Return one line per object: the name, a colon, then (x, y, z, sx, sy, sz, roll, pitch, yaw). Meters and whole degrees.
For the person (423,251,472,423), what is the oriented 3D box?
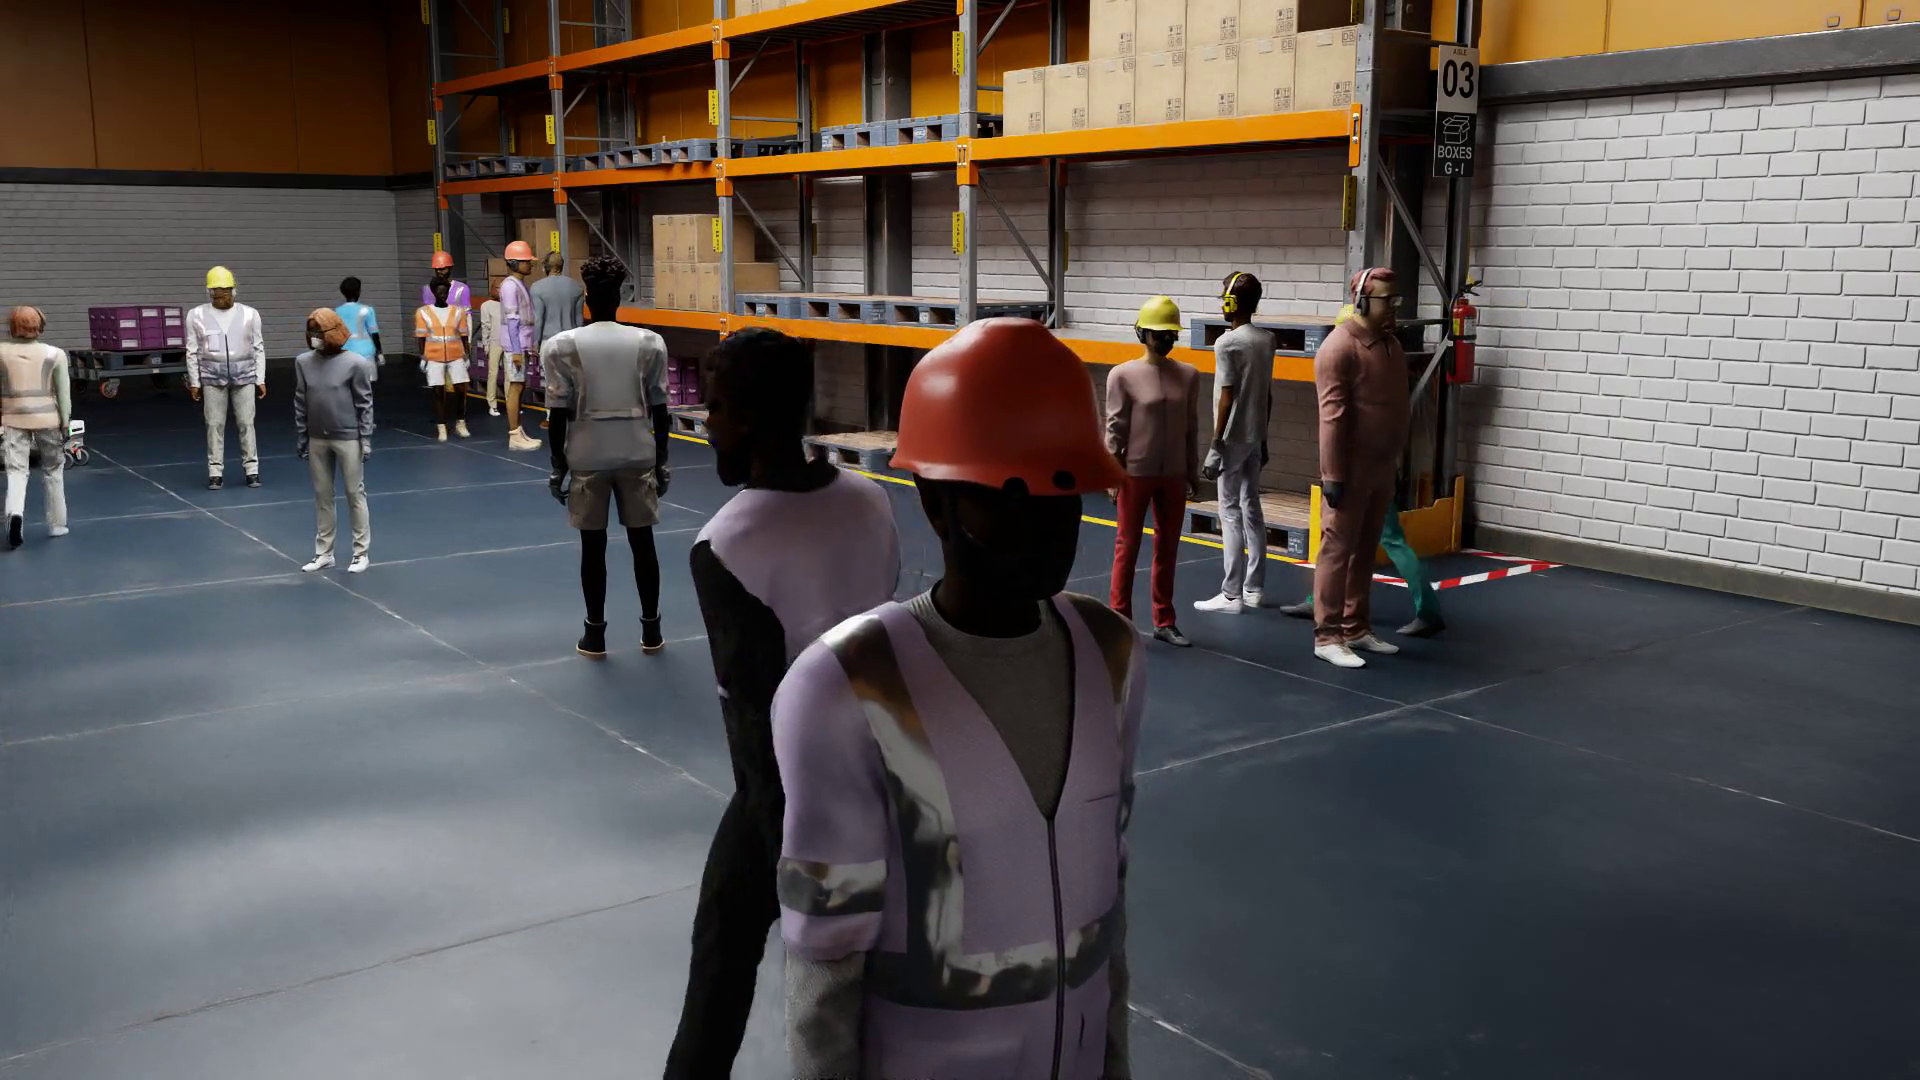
person: (-5.777, -2.279, 18.744, 0.549, 1.936, 0.376, 0, 10, 0)

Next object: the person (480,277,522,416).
person: (-5.410, -2.276, 19.602, 0.286, 1.626, 0.493, 10, 14, 43)

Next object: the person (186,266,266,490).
person: (-6.042, -1.330, 13.723, 0.600, 1.831, 0.404, -5, 11, -26)

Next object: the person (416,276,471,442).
person: (-5.275, -1.844, 17.018, 0.536, 1.694, 0.332, -4, 11, -23)

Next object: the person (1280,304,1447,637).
person: (2.141, -0.361, 8.631, 0.923, 1.713, 0.531, 6, 12, 32)

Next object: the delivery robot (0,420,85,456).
delivery robot: (-8.304, -0.966, 15.001, 0.707, 0.478, 0.477, 0, 10, 0)

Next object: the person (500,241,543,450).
person: (-4.314, -1.905, 16.351, 0.392, 2.045, 0.608, -1, 10, -7)

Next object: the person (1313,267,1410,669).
person: (1.963, -0.352, 8.036, 0.399, 1.909, 0.642, 9, 14, 41)

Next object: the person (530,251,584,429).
person: (-4.389, -2.172, 18.144, 0.634, 1.939, 0.367, -9, 14, -42)

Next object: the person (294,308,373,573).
person: (-3.851, -0.608, 10.233, 0.499, 1.633, 0.289, 2, 10, 11)

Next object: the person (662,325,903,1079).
person: (-0.304, 0.502, 3.402, 1.063, 1.865, 0.589, 7, 12, 35)

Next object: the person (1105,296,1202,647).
person: (0.969, -0.320, 8.259, 0.534, 1.766, 0.318, -4, 11, -23)

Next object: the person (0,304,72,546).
person: (-6.266, -0.772, 11.201, 0.520, 1.615, 0.699, -4, 11, -20)

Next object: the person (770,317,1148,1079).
person: (0.039, 0.698, 2.068, 0.547, 1.938, 0.377, -8, 13, -39)

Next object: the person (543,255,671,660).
person: (-1.708, -0.395, 8.108, 0.608, 1.966, 0.370, -4, 11, -19)

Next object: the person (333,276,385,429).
person: (-6.440, -1.966, 17.705, 0.538, 1.676, 0.742, 3, 11, 18)

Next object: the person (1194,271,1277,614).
person: (1.517, -0.528, 9.127, 0.319, 1.870, 0.532, 9, 14, 42)
